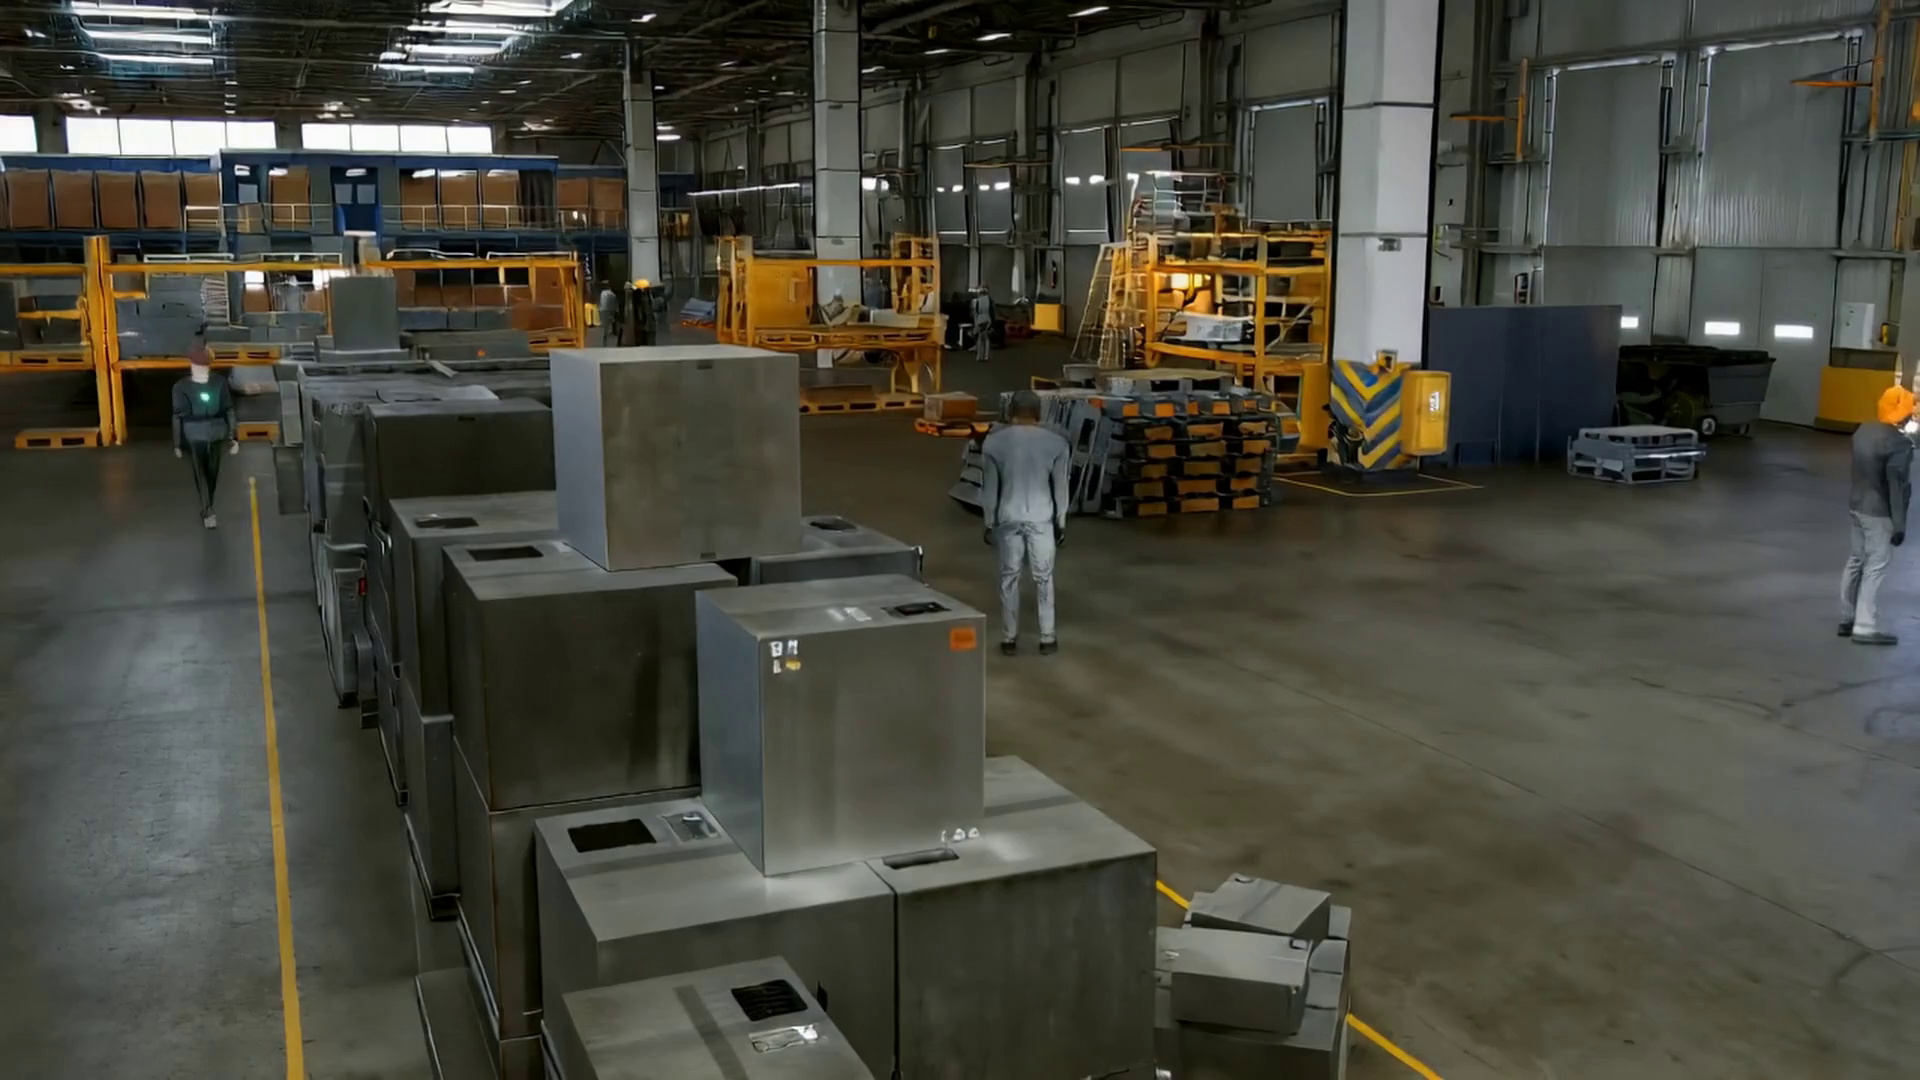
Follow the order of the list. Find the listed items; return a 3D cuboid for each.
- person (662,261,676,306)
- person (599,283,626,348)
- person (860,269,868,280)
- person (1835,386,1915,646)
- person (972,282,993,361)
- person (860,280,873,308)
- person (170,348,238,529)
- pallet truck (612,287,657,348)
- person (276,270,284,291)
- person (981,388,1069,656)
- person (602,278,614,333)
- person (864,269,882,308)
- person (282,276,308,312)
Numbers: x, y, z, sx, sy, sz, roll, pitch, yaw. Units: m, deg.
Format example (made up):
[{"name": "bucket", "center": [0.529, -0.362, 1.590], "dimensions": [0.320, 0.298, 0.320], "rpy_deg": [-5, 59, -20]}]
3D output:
[{"name": "person", "center": [-12.974, -11.428, 74.144], "dimensions": [0.612, 1.986, 0.407], "rpy_deg": [-1, 10, -3]}, {"name": "person", "center": [-9.420, -6.072, 45.151], "dimensions": [0.646, 1.788, 0.963], "rpy_deg": [8, 13, 38]}, {"name": "person", "center": [-3.459, -8.745, 59.500], "dimensions": [0.590, 1.930, 0.358], "rpy_deg": [-10, 14, -43]}, {"name": "person", "center": [6.774, -0.175, 12.283], "dimensions": [0.373, 1.928, 0.639], "rpy_deg": [0, 10, -1]}, {"name": "person", "center": [0.543, -5.369, 40.873], "dimensions": [0.544, 1.939, 0.372], "rpy_deg": [-3, 11, -14]}, {"name": "person", "center": [-2.817, -6.556, 47.778], "dimensions": [0.632, 1.813, 0.799], "rpy_deg": [-2, 10, -9]}, {"name": "person", "center": [-7.938, -1.087, 17.486], "dimensions": [0.586, 1.872, 1.025], "rpy_deg": [-9, 13, -39]}, {"name": "pallet truck", "center": [-6.464, -4.406, 35.401], "dimensions": [0.823, 1.965, 1.885], "rpy_deg": [6, 12, 32]}, {"name": "person", "center": [-23.890, -8.529, 58.441], "dimensions": [0.356, 1.884, 0.574], "rpy_deg": [-3, 11, -14]}, {"name": "person", "center": [0.466, -0.120, 11.958], "dimensions": [0.627, 1.936, 0.374], "rpy_deg": [1, 10, 6]}, {"name": "person", "center": [-11.245, -7.487, 53.087], "dimensions": [0.294, 1.744, 0.484], "rpy_deg": [6, 12, 31]}, {"name": "person", "center": [-3.031, -8.502, 58.183], "dimensions": [0.656, 1.914, 0.836], "rpy_deg": [3, 11, 14]}, {"name": "person", "center": [-19.214, -6.672, 48.113], "dimensions": [0.656, 1.909, 0.798], "rpy_deg": [-5, 11, -25]}]
